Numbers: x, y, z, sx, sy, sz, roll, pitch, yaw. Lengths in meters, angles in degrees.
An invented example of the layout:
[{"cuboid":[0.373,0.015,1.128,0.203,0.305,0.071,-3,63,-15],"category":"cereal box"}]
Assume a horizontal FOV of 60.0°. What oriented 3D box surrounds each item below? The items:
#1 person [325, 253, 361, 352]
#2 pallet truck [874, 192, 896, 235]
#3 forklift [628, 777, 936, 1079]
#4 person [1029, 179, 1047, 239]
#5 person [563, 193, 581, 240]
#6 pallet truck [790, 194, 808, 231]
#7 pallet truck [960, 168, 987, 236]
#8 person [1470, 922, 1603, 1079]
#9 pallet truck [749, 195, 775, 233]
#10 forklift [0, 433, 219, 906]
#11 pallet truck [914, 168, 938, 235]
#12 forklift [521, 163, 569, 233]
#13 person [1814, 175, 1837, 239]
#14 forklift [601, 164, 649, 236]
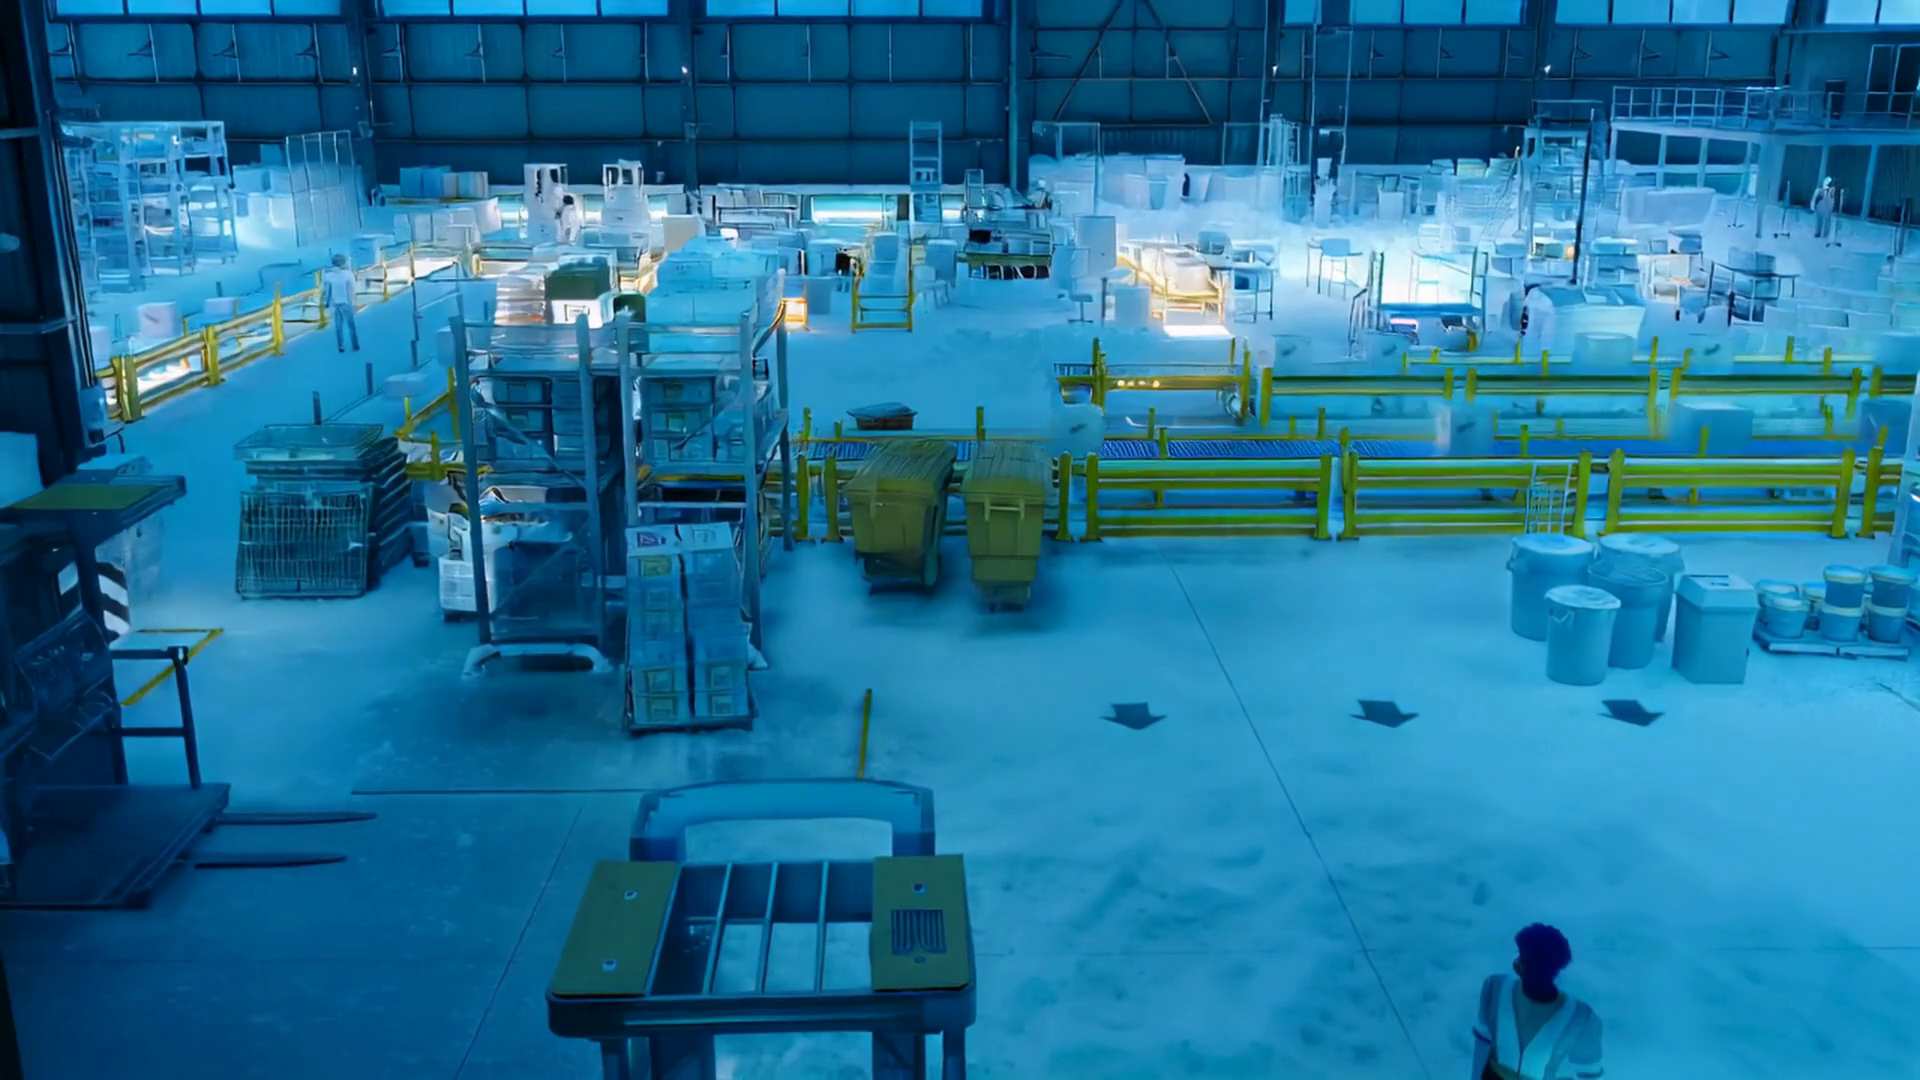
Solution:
[{"cuboid":[-11.086,-4.256,29.853,0.525,1.769,0.327,-2,16,-8],"category":"person"},{"cuboid":[-2.277,-9.986,50.594,0.653,1.274,1.630,0,16,-1],"category":"pallet truck"},{"cuboid":[-0.542,2.165,5.552,1.129,2.768,1.873,-1,16,-2],"category":"forklift"},{"cuboid":[2.056,-8.728,44.948,0.681,2.023,0.621,10,19,30],"category":"person"},{"cuboid":[-9.744,-7.735,41.702,0.401,1.904,0.646,-12,20,-37],"category":"person"},{"cuboid":[-4.814,-9.883,50.259,0.704,1.261,1.522,-1,16,-3],"category":"pallet truck"},{"cuboid":[0.383,-10.230,50.206,0.823,1.965,1.885,-1,16,-3],"category":"pallet truck"},{"cuboid":[2.368,2.370,6.946,0.540,1.695,0.317,14,21,39],"category":"person"},{"cuboid":[-6.051,-9.967,50.660,0.680,1.201,1.601,0,16,-1],"category":"pallet truck"},{"cuboid":[-5.952,0.780,10.366,1.873,2.768,1.129,0,16,-1],"category":"forklift"},{"cuboid":[-0.989,-10.316,50.507,0.823,1.965,1.885,1,16,3],"category":"pallet truck"},{"cuboid":[-12.233,-10.122,49.298,1.157,1.987,2.680,0,16,-1],"category":"forklift"},{"cuboid":[25.470,-9.790,48.954,0.506,1.842,0.342,3,16,10],"category":"person"},{"cuboid":[-9.948,-10.127,49.296,1.157,1.987,2.680,-1,16,-3],"category":"forklift"}]
